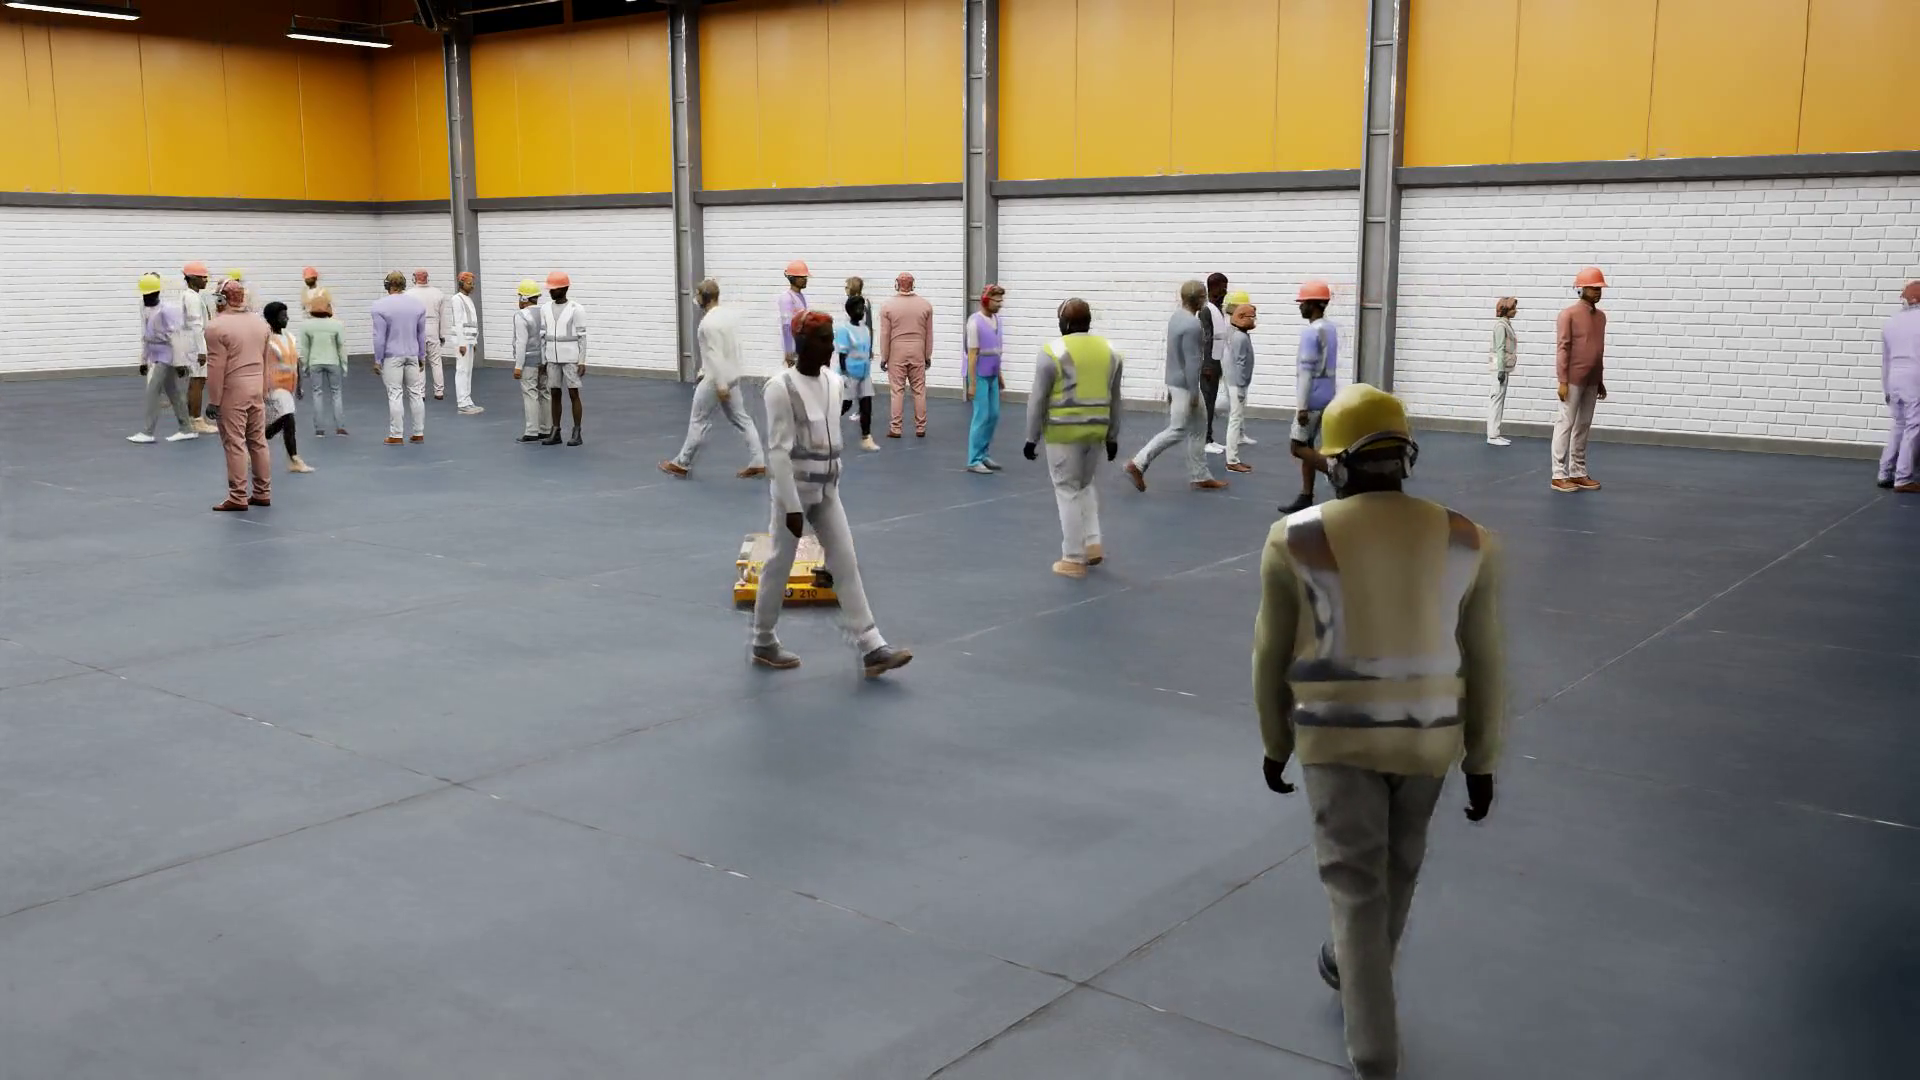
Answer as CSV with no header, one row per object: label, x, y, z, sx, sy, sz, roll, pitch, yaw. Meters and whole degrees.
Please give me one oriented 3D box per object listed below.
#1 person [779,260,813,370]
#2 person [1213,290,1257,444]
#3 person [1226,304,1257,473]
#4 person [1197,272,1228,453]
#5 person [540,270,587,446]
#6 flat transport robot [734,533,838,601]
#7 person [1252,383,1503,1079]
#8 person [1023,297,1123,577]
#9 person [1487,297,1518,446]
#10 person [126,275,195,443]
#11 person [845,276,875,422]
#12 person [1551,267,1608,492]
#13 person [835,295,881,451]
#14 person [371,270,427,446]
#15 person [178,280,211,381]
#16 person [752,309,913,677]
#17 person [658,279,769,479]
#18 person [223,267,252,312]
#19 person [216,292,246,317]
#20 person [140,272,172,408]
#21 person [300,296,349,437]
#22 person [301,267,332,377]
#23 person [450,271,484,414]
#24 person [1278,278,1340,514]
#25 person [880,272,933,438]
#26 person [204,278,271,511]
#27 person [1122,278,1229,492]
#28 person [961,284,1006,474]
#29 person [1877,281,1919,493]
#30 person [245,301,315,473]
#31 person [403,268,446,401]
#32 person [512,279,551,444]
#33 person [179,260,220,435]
person,-1.906,-2.268,19.598,0.388,2.041,0.615,2,10,13
person,2.953,-1.910,18.437,0.624,1.716,0.499,3,10,19
person,2.741,-1.480,16.203,0.283,1.633,0.501,2,10,11
person,2.679,-1.892,17.788,0.393,1.916,0.591,3,10,17
person,-4.388,-1.996,18.345,0.542,1.931,0.376,3,10,15
flat transport robot,-1.077,0.153,10.660,0.652,0.197,1.431,-1,10,-4
person,1.048,0.505,4.221,0.597,1.775,0.910,-1,10,-4
person,0.742,-0.671,10.952,0.645,1.827,0.462,-6,12,-32
person,6.015,-1.869,18.450,0.307,1.639,0.525,4,11,22
person,-9.005,-2.006,18.548,0.875,1.871,0.658,-9,13,-42
person,-1.313,-2.401,20.965,0.466,1.832,0.519,4,11,24
person,5.562,-1.433,14.878,0.610,1.996,0.378,-6,12,-33
person,-1.183,-1.799,17.923,0.700,1.679,0.539,8,12,38
person,-6.194,-2.007,18.386,0.372,1.940,0.632,9,13,42
person,-12.656,-3.517,27.456,0.538,1.849,0.618,7,12,35
person,-0.702,-0.217,8.262,0.971,1.828,0.604,7,12,35
person,-2.297,-1.493,15.577,1.051,1.879,0.639,2,10,12
person,-12.179,-3.667,28.201,0.606,1.892,0.579,9,13,43
person,-9.124,-2.375,21.029,0.534,1.767,0.314,3,10,18
person,-11.102,-2.750,22.931,0.313,1.863,0.538,-5,11,-27
person,-7.373,-2.013,19.311,0.507,1.630,0.268,-2,10,-13
person,-11.168,-3.802,28.979,0.573,1.897,0.914,3,10,15
person,-6.565,-2.619,22.104,0.354,1.886,0.572,0,10,-2
person,2.885,-1.127,13.319,0.601,1.917,0.556,6,11,30
person,-0.627,-2.123,19.154,0.643,1.909,0.410,-3,10,-18
person,-5.981,-1.194,13.733,0.407,1.913,0.641,3,10,18
person,1.921,-1.356,14.701,0.911,1.906,0.629,0,10,-2
person,0.213,-1.551,16.065,0.480,1.823,0.630,5,11,28
person,8.468,-1.344,14.748,0.399,1.881,0.683,-2,10,-13
person,-6.653,-1.482,16.134,0.774,1.673,0.536,2,10,12
person,-7.767,-2.967,24.072,0.651,1.906,0.403,-9,13,-41
person,-4.791,-1.993,18.600,0.404,1.837,0.590,4,10,21
person,-8.948,-2.262,19.574,0.395,2.038,0.615,-6,11,-32
